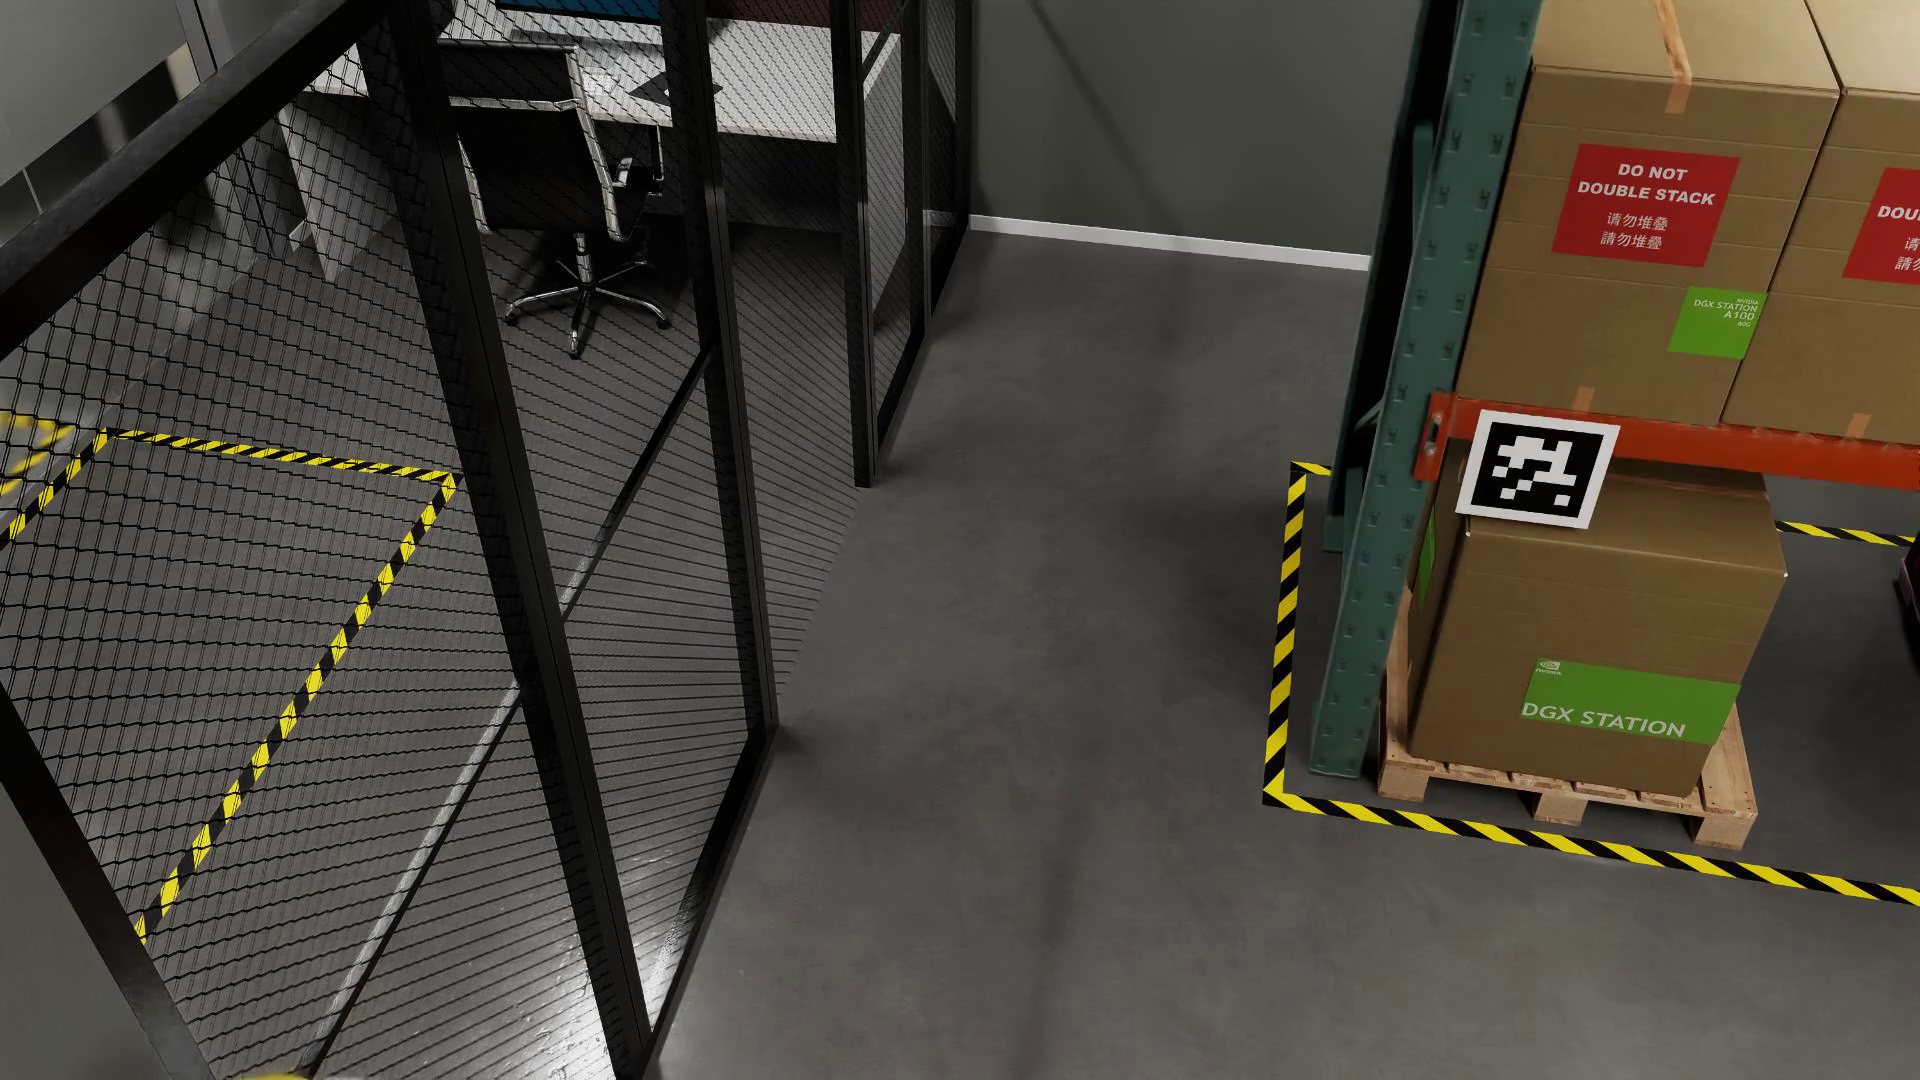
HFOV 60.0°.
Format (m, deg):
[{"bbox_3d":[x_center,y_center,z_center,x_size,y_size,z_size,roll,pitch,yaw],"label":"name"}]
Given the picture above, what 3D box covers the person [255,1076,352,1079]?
[{"bbox_3d":[-0.677,1.234,2.157,0.600,1.829,0.404,13,43,14],"label":"person"}]
